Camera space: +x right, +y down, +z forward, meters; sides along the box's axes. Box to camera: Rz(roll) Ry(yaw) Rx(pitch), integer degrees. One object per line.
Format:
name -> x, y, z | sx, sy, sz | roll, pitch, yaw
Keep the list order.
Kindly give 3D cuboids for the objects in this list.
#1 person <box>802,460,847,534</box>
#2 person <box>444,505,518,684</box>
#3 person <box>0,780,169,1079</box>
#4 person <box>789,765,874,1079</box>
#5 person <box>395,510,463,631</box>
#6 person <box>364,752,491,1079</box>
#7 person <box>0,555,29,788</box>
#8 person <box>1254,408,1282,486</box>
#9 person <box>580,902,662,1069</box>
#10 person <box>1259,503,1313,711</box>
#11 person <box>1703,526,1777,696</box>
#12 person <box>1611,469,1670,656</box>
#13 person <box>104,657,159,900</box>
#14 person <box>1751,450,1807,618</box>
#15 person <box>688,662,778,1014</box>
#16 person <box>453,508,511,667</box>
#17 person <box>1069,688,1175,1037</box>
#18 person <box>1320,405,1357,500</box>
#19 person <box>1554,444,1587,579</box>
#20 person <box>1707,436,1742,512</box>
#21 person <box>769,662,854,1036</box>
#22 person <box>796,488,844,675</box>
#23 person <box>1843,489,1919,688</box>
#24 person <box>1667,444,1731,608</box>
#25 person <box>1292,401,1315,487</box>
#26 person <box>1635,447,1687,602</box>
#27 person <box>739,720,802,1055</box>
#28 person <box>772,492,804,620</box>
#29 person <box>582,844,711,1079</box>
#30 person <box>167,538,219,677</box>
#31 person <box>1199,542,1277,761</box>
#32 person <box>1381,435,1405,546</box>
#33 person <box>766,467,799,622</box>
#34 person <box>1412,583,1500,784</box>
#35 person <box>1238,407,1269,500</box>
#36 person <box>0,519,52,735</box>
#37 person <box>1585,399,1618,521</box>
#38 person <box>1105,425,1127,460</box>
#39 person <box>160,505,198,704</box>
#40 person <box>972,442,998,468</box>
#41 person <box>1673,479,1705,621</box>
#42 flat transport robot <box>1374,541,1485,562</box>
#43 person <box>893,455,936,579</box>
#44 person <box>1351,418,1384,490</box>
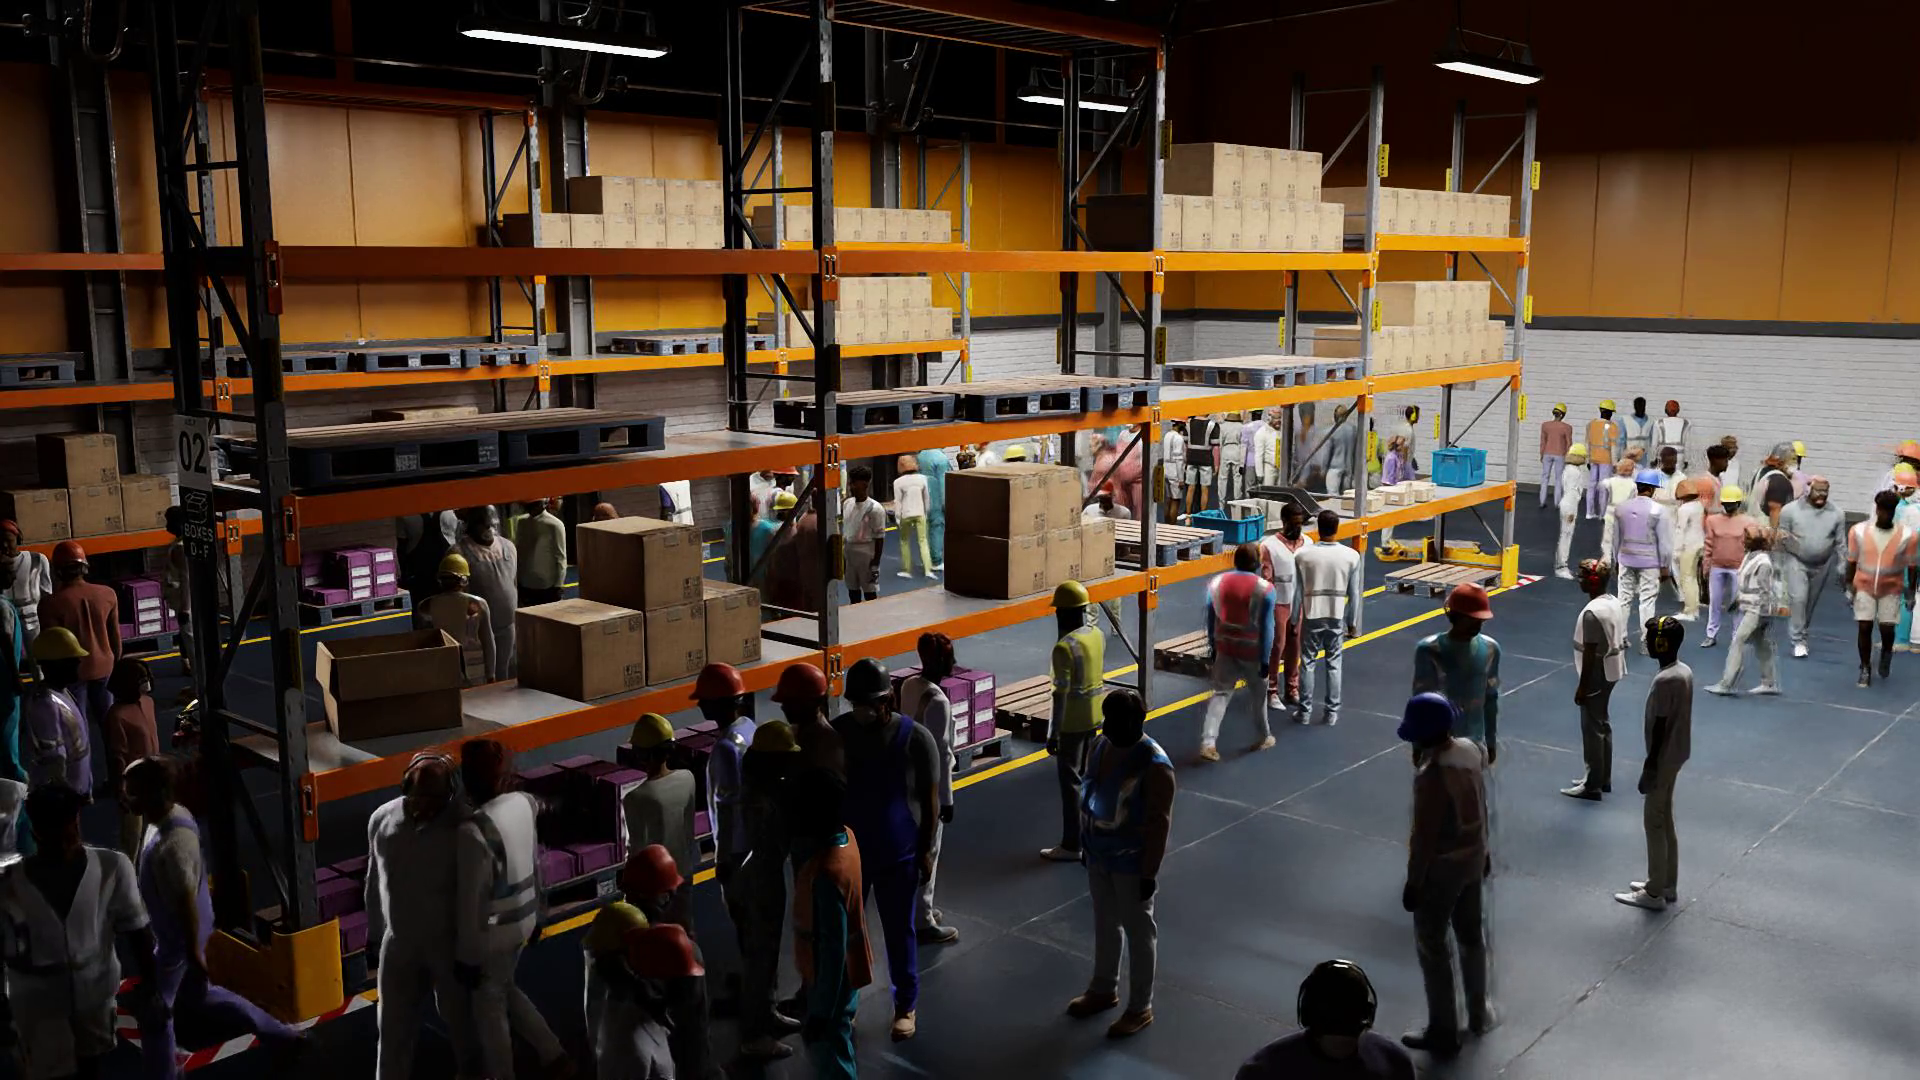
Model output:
person -> -1.823, -0.687, 22.374 | 0.606, 2.047, 0.368 | 0, 10, -2
person -> -4.062, 0.660, 14.346 | 0.536, 2.000, 0.683 | 9, 13, 43
person -> -3.741, 1.947, 7.038 | 0.647, 1.903, 0.985 | -7, 12, -37
person -> -0.570, 1.910, 7.245 | 0.392, 1.920, 0.592 | -1, 10, -4
person -> -5.347, 0.243, 16.836 | 0.681, 2.000, 0.535 | -4, 10, -22
person -> -2.496, 1.869, 7.726 | 0.715, 1.850, 0.935 | 2, 10, 9
person -> -7.368, 1.020, 12.798 | 0.506, 1.841, 0.345 | 8, 12, 40
person -> 4.697, -1.038, 24.934 | 0.653, 1.894, 0.400 | -7, 12, -34
person -> -1.219, 2.182, 6.285 | 0.904, 1.698, 0.490 | -3, 10, -20
person -> 2.958, 0.599, 15.120 | 0.598, 1.908, 0.410 | -6, 11, -32
person -> 7.340, 0.665, 15.570 | 0.775, 1.611, 0.512 | 2, 10, 13
person -> 7.049, 0.229, 17.227 | 0.402, 1.938, 0.604 | -8, 12, -40
person -> -5.115, 1.530, 10.365 | 0.283, 1.633, 0.500 | 0, 10, -1
person -> 9.456, -0.057, 19.000 | 0.660, 1.909, 0.837 | -2, 10, -14
person -> -1.250, 1.607, 9.067 | 0.425, 1.924, 0.558 | 1, 10, 6
person -> -4.849, 0.436, 16.303 | 0.986, 1.831, 0.594 | -7, 12, -35
person -> 0.846, 1.684, 8.823 | 0.429, 1.845, 0.627 | -6, 11, -34
person -> 5.711, -1.064, 24.985 | 0.638, 1.931, 0.386 | -5, 11, -26
person -> 7.901, -0.364, 21.478 | 0.338, 1.704, 0.626 | 1, 10, 9
person -> 9.908, -0.437, 21.524 | 0.515, 1.833, 0.443 | -2, 10, -13
person -> -0.788, 1.618, 8.812 | 0.414, 1.986, 0.637 | -5, 11, -29
person -> -1.356, 0.397, 16.362 | 0.395, 1.901, 0.642 | -5, 11, -28
person -> 8.777, 0.459, 15.882 | 0.611, 1.934, 0.541 | 6, 11, 33
person -> 8.737, -0.176, 19.600 | 0.612, 1.948, 0.638 | 6, 11, 32
person -> 6.119, -1.965, 30.016 | 0.543, 2.000, 0.700 | -3, 10, -16
person -> 8.452, -0.183, 19.909 | 0.597, 1.860, 1.027 | -2, 10, -10
person -> -0.970, 1.777, 8.600 | 0.322, 1.737, 0.487 | 1, 10, 4
person -> -1.727, 0.395, 16.748 | 0.308, 1.769, 0.525 | -8, 13, -41
person -> -1.239, 2.081, 6.714 | 0.564, 1.752, 0.340 | 4, 10, 24
person -> -7.535, 0.494, 16.383 | 0.318, 1.690, 0.529 | 4, 10, 21
person -> 2.276, 0.910, 13.610 | 0.635, 1.800, 0.974 | 7, 12, 35
person -> 6.125, -0.677, 23.555 | 0.319, 1.631, 0.524 | 3, 10, 17
person -> -1.956, 0.048, 18.366 | 0.395, 1.928, 0.542 | -2, 10, -12
person -> 3.210, 1.271, 10.755 | 0.626, 2.028, 0.405 | -2, 10, -13
person -> 4.612, -1.216, 25.947 | 0.588, 1.912, 0.396 | -5, 11, -26
person -> -8.104, 0.752, 14.296 | 0.584, 1.879, 0.369 | -5, 11, -25
person -> 10.092, -1.252, 26.129 | 0.382, 1.917, 0.585 | -5, 11, -29
person -> 2.678, -1.647, 28.249 | 0.391, 1.995, 0.613 | -4, 10, -21
person -> -7.138, 0.587, 15.379 | 0.428, 1.840, 0.631 | -2, 10, -13
person -> 0.322, -0.531, 22.122 | 0.481, 1.820, 0.610 | -1, 10, -8
person -> 8.245, 0.113, 18.872 | 0.543, 1.613, 0.328 | -9, 13, -42
flat transport robot -> 6.418, 0.150, 22.664 | 1.431, 0.197, 0.652 | 1, 10, 5
person -> -0.581, -0.281, 21.269 | 0.515, 1.602, 0.591 | -5, 11, -26
person -> 6.285, -1.072, 25.733 | 0.570, 1.667, 0.678 | -1, 10, -3
